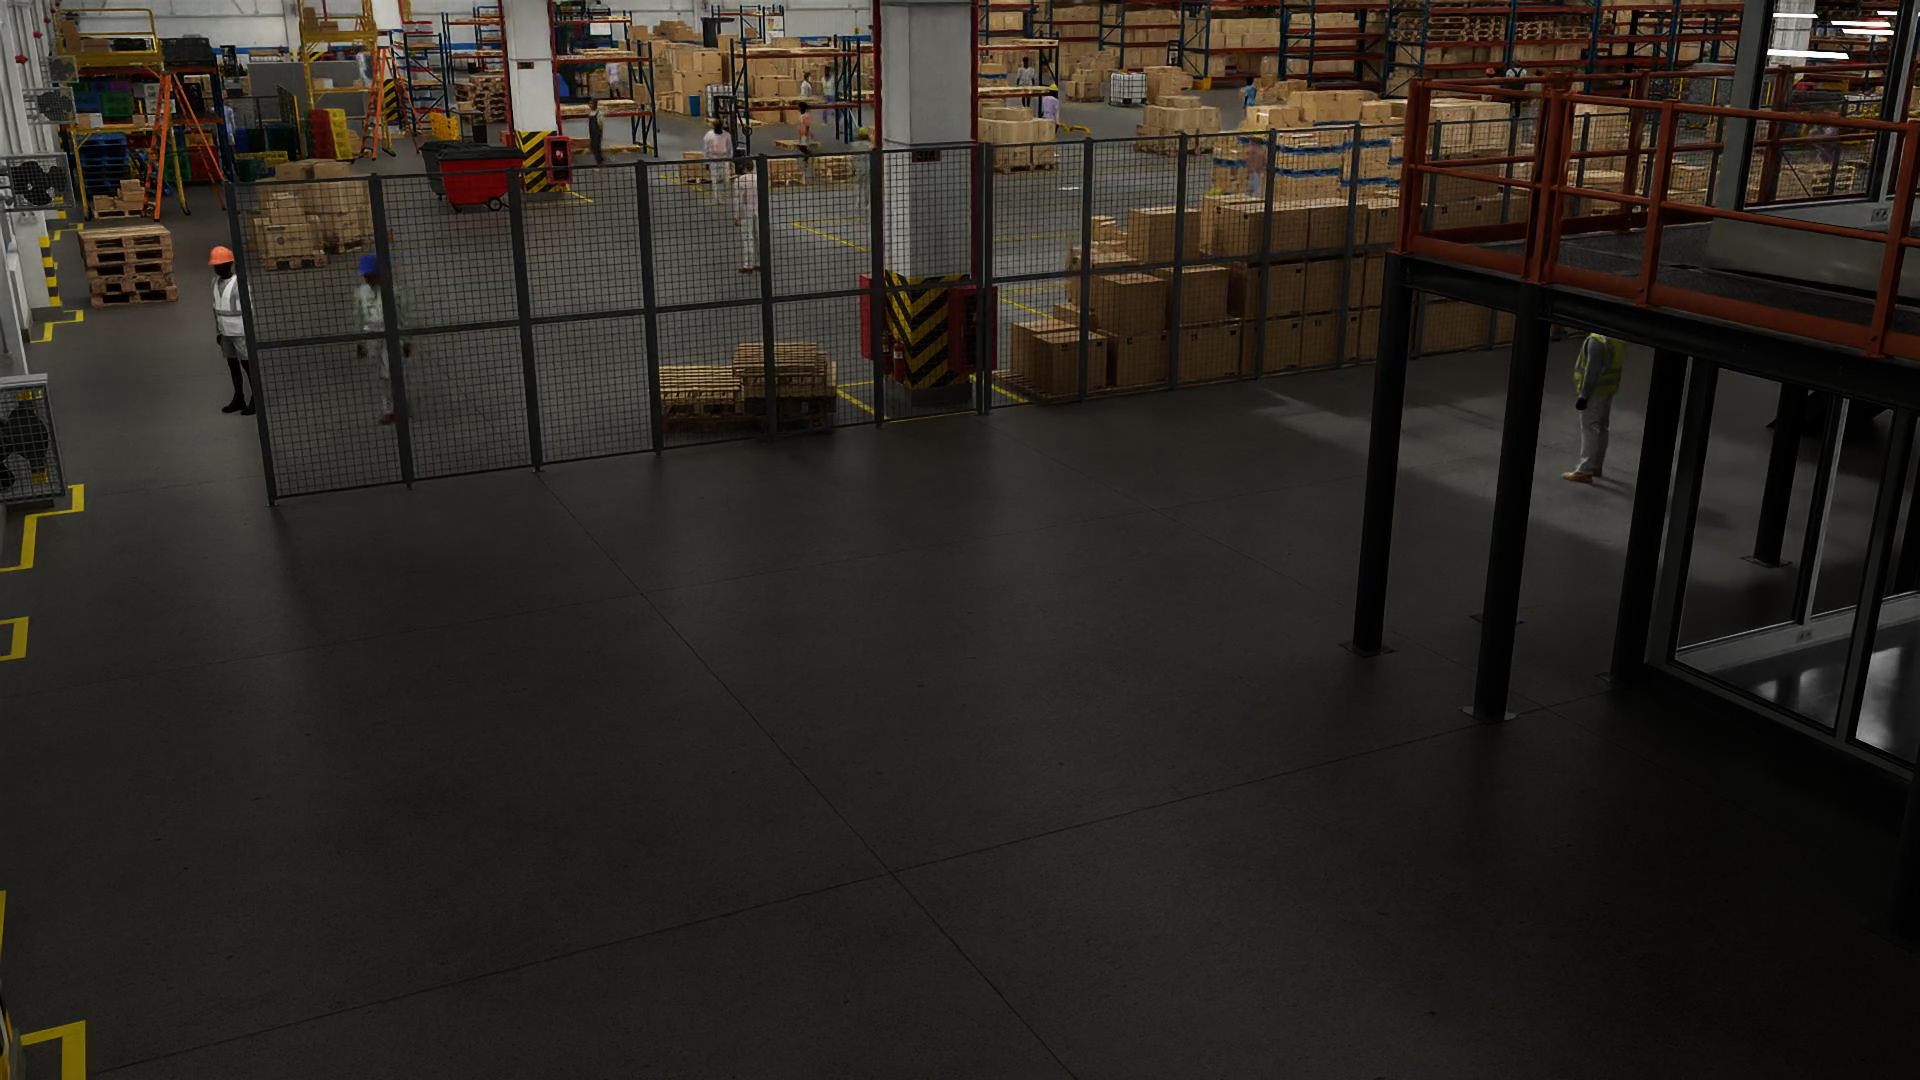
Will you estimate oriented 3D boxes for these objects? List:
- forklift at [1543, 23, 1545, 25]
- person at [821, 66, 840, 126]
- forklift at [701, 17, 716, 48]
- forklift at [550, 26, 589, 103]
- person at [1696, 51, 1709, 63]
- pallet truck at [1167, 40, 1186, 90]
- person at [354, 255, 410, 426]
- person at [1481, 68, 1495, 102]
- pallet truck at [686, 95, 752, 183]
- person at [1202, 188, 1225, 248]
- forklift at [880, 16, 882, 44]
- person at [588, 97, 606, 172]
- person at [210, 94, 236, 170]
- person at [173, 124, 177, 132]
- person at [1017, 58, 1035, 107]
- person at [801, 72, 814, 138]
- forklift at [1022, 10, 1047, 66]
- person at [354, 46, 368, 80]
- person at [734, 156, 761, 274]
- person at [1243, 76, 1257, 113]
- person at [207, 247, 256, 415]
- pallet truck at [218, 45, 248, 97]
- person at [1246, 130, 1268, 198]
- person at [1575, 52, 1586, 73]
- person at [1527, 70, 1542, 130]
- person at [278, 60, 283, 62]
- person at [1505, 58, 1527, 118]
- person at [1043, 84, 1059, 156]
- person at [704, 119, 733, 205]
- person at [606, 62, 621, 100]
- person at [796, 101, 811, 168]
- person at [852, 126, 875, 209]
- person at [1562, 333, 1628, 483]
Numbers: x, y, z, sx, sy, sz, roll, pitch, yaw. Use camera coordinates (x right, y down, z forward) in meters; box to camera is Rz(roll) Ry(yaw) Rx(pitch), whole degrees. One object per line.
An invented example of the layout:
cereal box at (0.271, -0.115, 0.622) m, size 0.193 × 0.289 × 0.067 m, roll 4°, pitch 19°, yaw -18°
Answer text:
forklift at (23.128, -18.960, 65.631) m, size 1.873 × 2.768 × 1.129 m, roll -9°, pitch 21°, yaw -25°
person at (-4.218, -14.475, 54.158) m, size 0.587 × 1.878 × 0.951 m, roll 7°, pitch 20°, yaw 21°
forklift at (-10.921, -21.323, 72.480) m, size 1.873 × 2.768 × 1.129 m, roll -9°, pitch 21°, yaw -25°
forklift at (-14.917, -17.751, 62.127) m, size 1.873 × 2.768 × 1.129 m, roll -9°, pitch 21°, yaw -25°
person at (31.067, -19.701, 69.728) m, size 0.515 × 1.582 × 0.847 m, roll 1°, pitch 19°, yaw 2°
pallet truck at (9.045, -19.971, 69.895) m, size 0.823 × 1.965 × 1.885 m, roll -3°, pitch 19°, yaw -8°
person at (-6.446, -2.210, 18.511) m, size 0.636 × 1.926 × 0.462 m, roll 5°, pitch 20°, yaw 15°
person at (16.478, -13.760, 51.972) m, size 0.340 × 1.942 × 0.551 m, roll 12°, pitch 23°, yaw 32°
pallet truck at (-5.836, -9.608, 39.856) m, size 0.823 × 1.965 × 1.885 m, roll 10°, pitch 22°, yaw 27°
person at (3.806, -4.273, 24.596) m, size 0.603 × 1.887 × 0.881 m, roll 3°, pitch 19°, yaw 9°
forklift at (-3.176, -21.993, 74.423) m, size 1.129 × 2.768 × 1.873 m, roll -9°, pitch 21°, yaw -25°
person at (-9.130, -10.185, 41.790) m, size 0.504 × 1.832 × 0.446 m, roll 13°, pitch 23°, yaw 32°
person at (-18.568, -10.301, 41.969) m, size 0.542 × 1.929 × 0.368 m, roll -10°, pitch 21°, yaw -26°
person at (-24.553, -13.464, 51.588) m, size 0.515 × 1.634 × 0.313 m, roll 13°, pitch 23°, yaw 33°
person at (2.284, -15.842, 58.057) m, size 0.620 × 1.905 × 1.018 m, roll 2°, pitch 19°, yaw 6°
person at (-4.609, -13.117, 50.123) m, size 0.375 × 1.936 × 0.627 m, roll 0°, pitch 19°, yaw -1°
forklift at (3.478, -25.514, 84.631) m, size 1.873 × 2.768 × 1.129 m, roll -9°, pitch 21°, yaw -25°
person at (-24.665, -19.343, 68.337) m, size 1.007 × 1.826 × 0.591 m, roll 1°, pitch 19°, yaw 4°
person at (-3.522, -5.434, 27.846) m, size 0.373 × 1.940 × 0.630 m, roll 18°, pitch 26°, yaw 41°
person at (9.031, -13.605, 51.901) m, size 0.319 × 1.694 × 0.532 m, roll 17°, pitch 25°, yaw 40°
person at (-8.320, -2.386, 19.012) m, size 0.553 × 1.934 × 0.366 m, roll 9°, pitch 21°, yaw 24°
pallet truck at (-28.879, -18.665, 66.111) m, size 0.823 × 1.965 × 1.885 m, roll -3°, pitch 19°, yaw -9°
person at (6.199, -7.666, 34.652) m, size 0.539 × 1.719 × 0.915 m, roll -15°, pitch 24°, yaw -37°
person at (24.692, -18.517, 66.134) m, size 0.540 × 1.696 × 0.316 m, roll 13°, pitch 23°, yaw 32°
person at (18.150, -13.858, 52.386) m, size 0.530 × 1.859 × 0.607 m, roll 0°, pitch 19°, yaw -1°
person at (-22.844, -15.225, 56.227) m, size 0.635 × 1.937 × 0.354 m, roll -8°, pitch 21°, yaw -23°
person at (18.593, -15.134, 55.808) m, size 0.682 × 2.000 × 0.537 m, roll 1°, pitch 19°, yaw 3°
person at (2.489, -11.387, 45.141) m, size 0.397 × 1.919 × 0.582 m, roll -16°, pitch 24°, yaw -38°
person at (-5.195, -8.148, 35.883) m, size 0.640 × 1.832 × 0.439 m, roll -6°, pitch 20°, yaw -18°
person at (-12.774, -16.990, 61.397) m, size 0.550 × 1.916 × 0.878 m, roll -10°, pitch 21°, yaw -26°
person at (-3.963, -10.379, 42.558) m, size 0.437 × 1.684 × 0.540 m, roll -13°, pitch 23°, yaw -34°
person at (-2.027, -7.880, 35.249) m, size 0.489 × 1.730 × 0.403 m, roll 2°, pitch 19°, yaw 5°
person at (6.318, -1.483, 16.549) m, size 0.429 × 1.839 × 0.623 m, roll 17°, pitch 25°, yaw 40°
